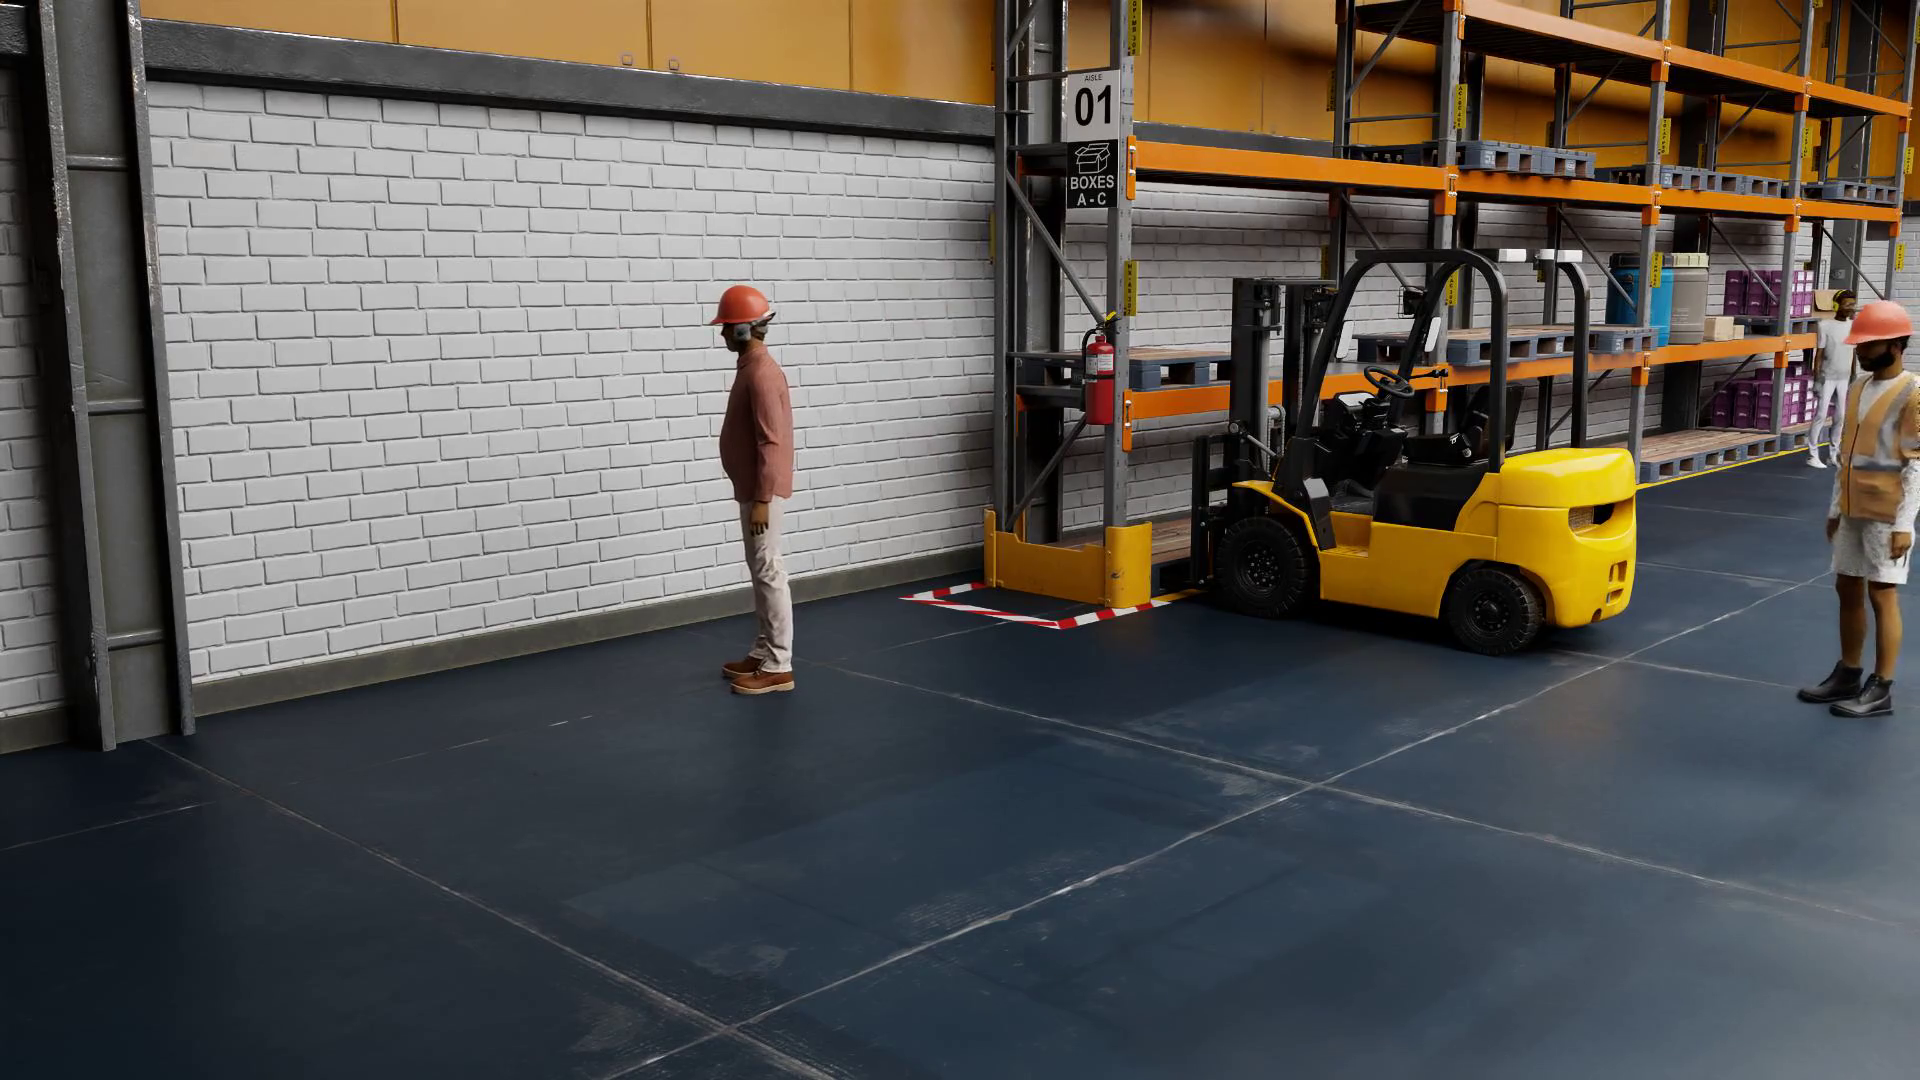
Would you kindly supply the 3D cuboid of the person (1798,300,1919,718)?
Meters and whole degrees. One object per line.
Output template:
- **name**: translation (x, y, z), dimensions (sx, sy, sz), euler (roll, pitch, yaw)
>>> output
- **person**: translation (4.221, -0.139, 7.724), dimensions (0.379, 1.928, 0.549), euler (-1, 9, -7)

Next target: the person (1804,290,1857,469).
- **person**: translation (9.095, -1.663, 17.285), dimensions (0.512, 1.858, 0.321), euler (-2, 9, -11)

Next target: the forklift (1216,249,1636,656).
- **forklift**: translation (2.710, -0.584, 9.626), dimensions (2.313, 2.155, 1.214), euler (9, 13, 43)

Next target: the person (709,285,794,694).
- **person**: translation (-1.011, -0.245, 8.161), dimensions (0.392, 1.990, 0.614), euler (-2, 9, -11)
